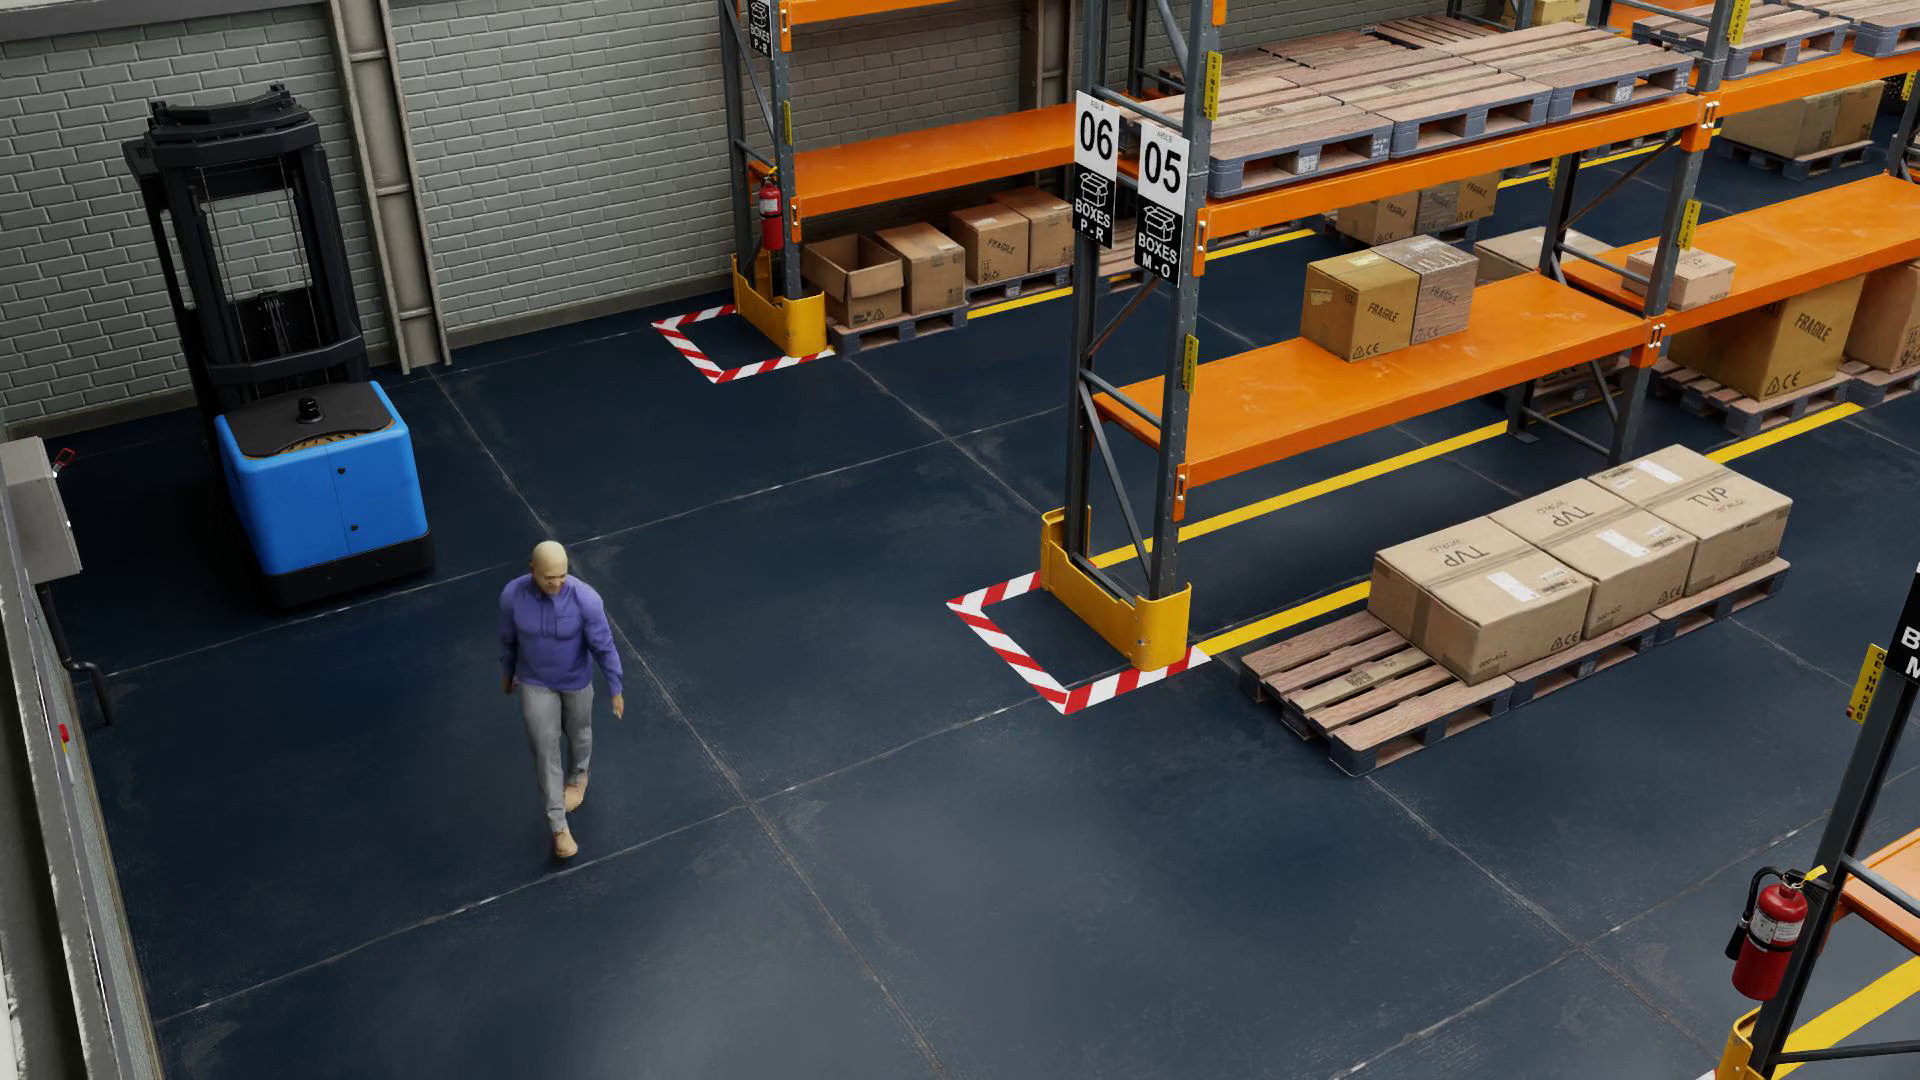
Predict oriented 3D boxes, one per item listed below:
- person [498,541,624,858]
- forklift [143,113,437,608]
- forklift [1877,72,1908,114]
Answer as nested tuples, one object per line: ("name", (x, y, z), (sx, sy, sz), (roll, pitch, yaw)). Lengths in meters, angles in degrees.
("person", (-1.993, 0.753, 8.305), (0.628, 1.754, 0.806), (-3, 32, -5))
("forklift", (-4.289, -1.259, 10.509), (1.129, 2.768, 1.873), (-17, 36, -26))
("forklift", (11.468, -5.645, 18.244), (1.214, 2.155, 2.313), (-17, 36, -26))
